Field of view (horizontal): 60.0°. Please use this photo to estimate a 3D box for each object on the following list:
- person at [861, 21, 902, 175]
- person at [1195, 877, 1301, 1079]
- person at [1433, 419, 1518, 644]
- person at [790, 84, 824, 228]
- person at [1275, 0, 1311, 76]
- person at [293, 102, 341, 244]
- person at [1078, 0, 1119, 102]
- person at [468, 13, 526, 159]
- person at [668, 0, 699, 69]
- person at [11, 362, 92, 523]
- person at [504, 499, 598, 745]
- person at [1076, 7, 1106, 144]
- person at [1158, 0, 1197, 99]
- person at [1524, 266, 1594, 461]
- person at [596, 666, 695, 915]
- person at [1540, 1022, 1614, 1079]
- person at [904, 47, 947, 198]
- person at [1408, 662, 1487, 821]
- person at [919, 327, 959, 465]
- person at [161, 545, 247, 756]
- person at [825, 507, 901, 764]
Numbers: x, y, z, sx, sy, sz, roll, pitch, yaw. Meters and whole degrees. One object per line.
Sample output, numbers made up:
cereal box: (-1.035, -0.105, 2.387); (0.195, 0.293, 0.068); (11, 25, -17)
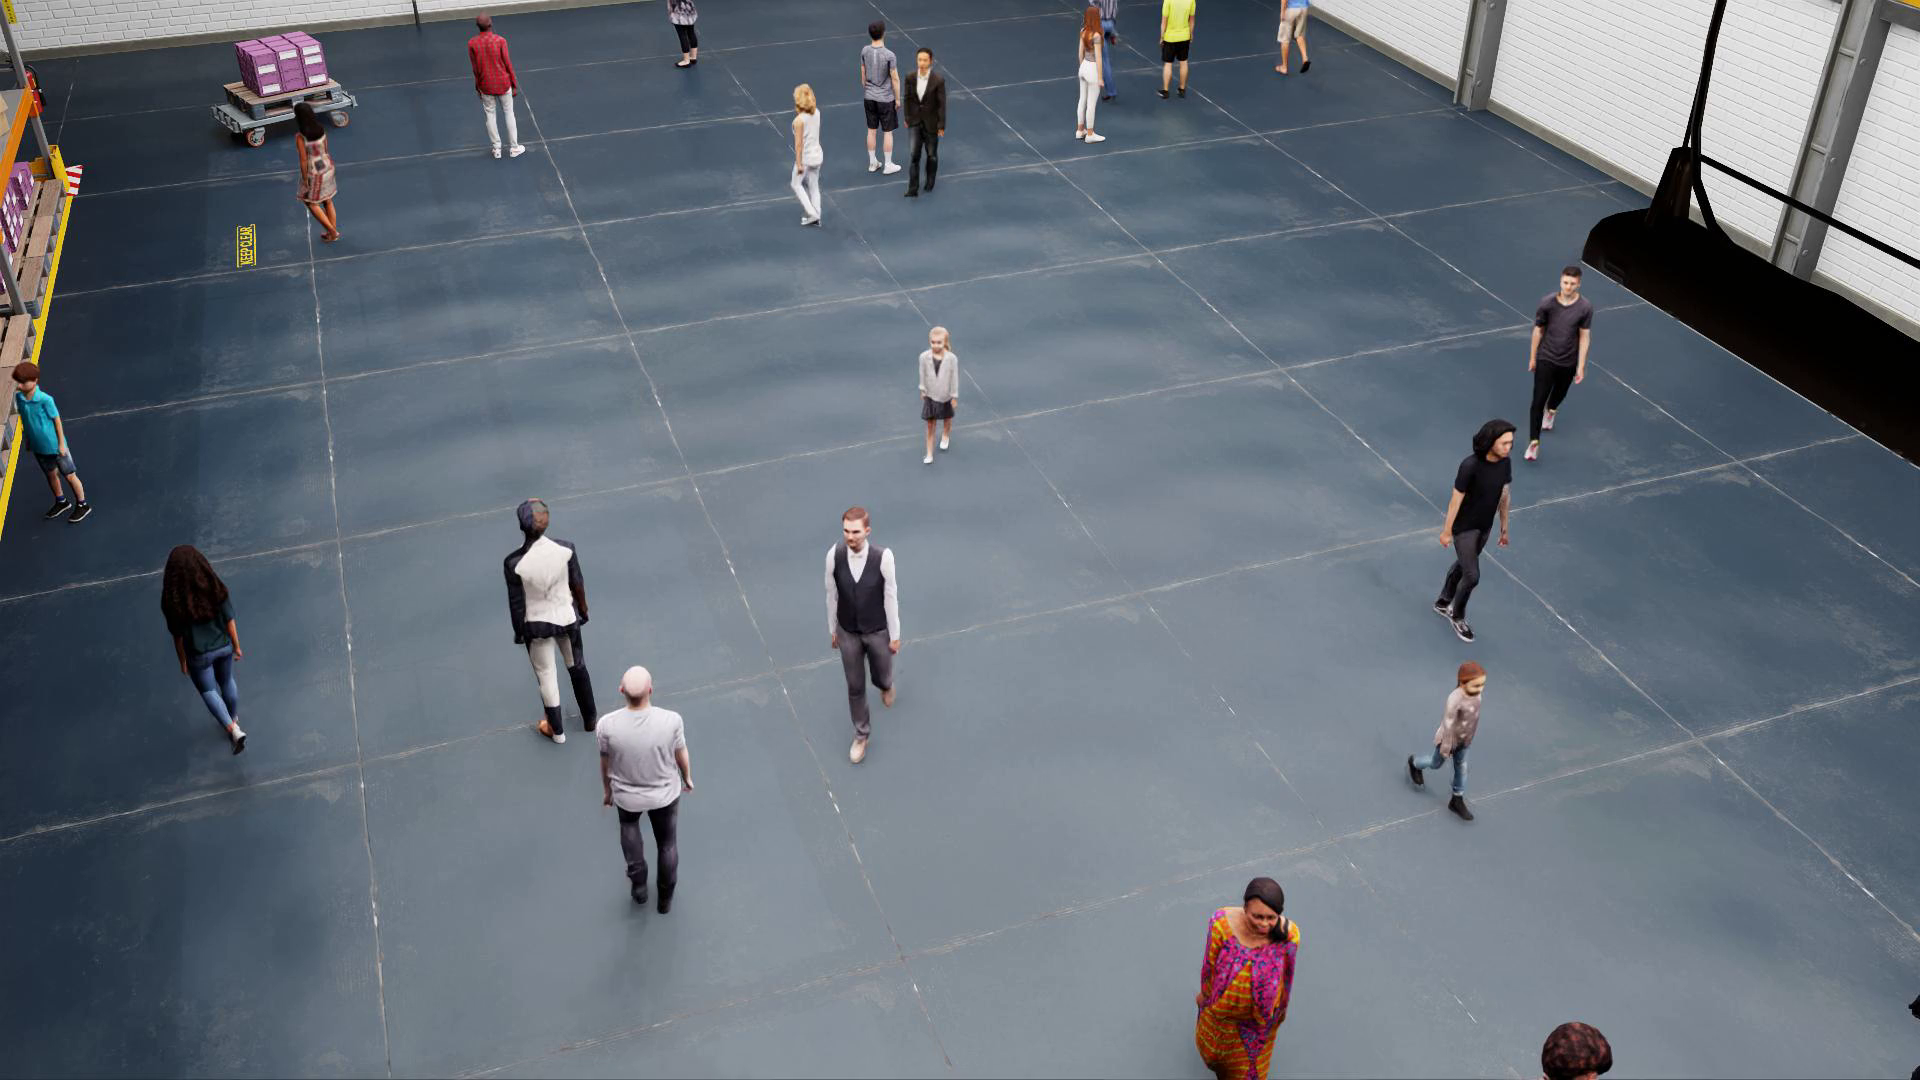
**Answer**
person: (-0.998, -5.451, 20.475); (0.714, 1.872, 0.789); (17, 37, 23)
person: (1.518, 2.389, 8.870); (0.907, 1.661, 1.030); (6, 34, 9)
person: (3.818, -0.161, 12.558); (0.710, 1.827, 0.779); (-18, 37, -24)
person: (-1.673, -4.371, 19.040); (0.728, 1.663, 0.693); (22, 39, 29)
person: (4.809, -7.492, 23.568); (0.636, 1.847, 0.823); (-11, 35, -16)
person: (-7.152, -4.098, 18.651); (0.873, 1.639, 0.822); (17, 37, 24)
person: (2.002, -6.855, 22.691); (0.877, 1.758, 1.165); (-26, 41, -33)
person: (-5.855, -5.735, 20.950); (0.723, 1.819, 0.679); (-2, 34, -3)
person: (-4.003, -7.679, 24.039); (0.806, 1.638, 0.751); (17, 37, 23)
person: (-7.637, -0.842, 13.922); (0.605, 1.451, 0.639); (10, 35, 14)
person: (-2.810, 0.563, 11.411); (0.734, 1.890, 0.650); (-18, 38, -25)
person: (1.672, -6.006, 21.444); (0.688, 1.724, 0.517); (-18, 38, -25)
person: (2.990, -6.959, 22.893); (0.665, 1.707, 0.582); (-5, 34, -7)
person: (5.354, -1.642, 14.870); (1.091, 1.733, 1.231); (10, 35, 14)
person: (-1.886, 1.567, 9.962); (0.756, 1.823, 0.718); (-4, 34, -6)
person: (2.771, 2.938, 7.929); (0.601, 1.788, 0.580); (-17, 37, -24)
person: (-0.399, -5.041, 19.947); (1.036, 1.775, 1.154); (8, 34, 12)
person: (3.232, 1.270, 10.991); (0.542, 1.177, 0.836); (-16, 37, -22)
person: (-0.170, -1.333, 14.847); (0.768, 1.244, 0.933); (5, 34, 7)
person: (-5.115, 0.782, 11.344); (0.737, 1.599, 0.965); (-21, 39, -29)
person: (-0.629, 0.567, 11.380); (0.961, 1.918, 1.108); (6, 34, 9)
